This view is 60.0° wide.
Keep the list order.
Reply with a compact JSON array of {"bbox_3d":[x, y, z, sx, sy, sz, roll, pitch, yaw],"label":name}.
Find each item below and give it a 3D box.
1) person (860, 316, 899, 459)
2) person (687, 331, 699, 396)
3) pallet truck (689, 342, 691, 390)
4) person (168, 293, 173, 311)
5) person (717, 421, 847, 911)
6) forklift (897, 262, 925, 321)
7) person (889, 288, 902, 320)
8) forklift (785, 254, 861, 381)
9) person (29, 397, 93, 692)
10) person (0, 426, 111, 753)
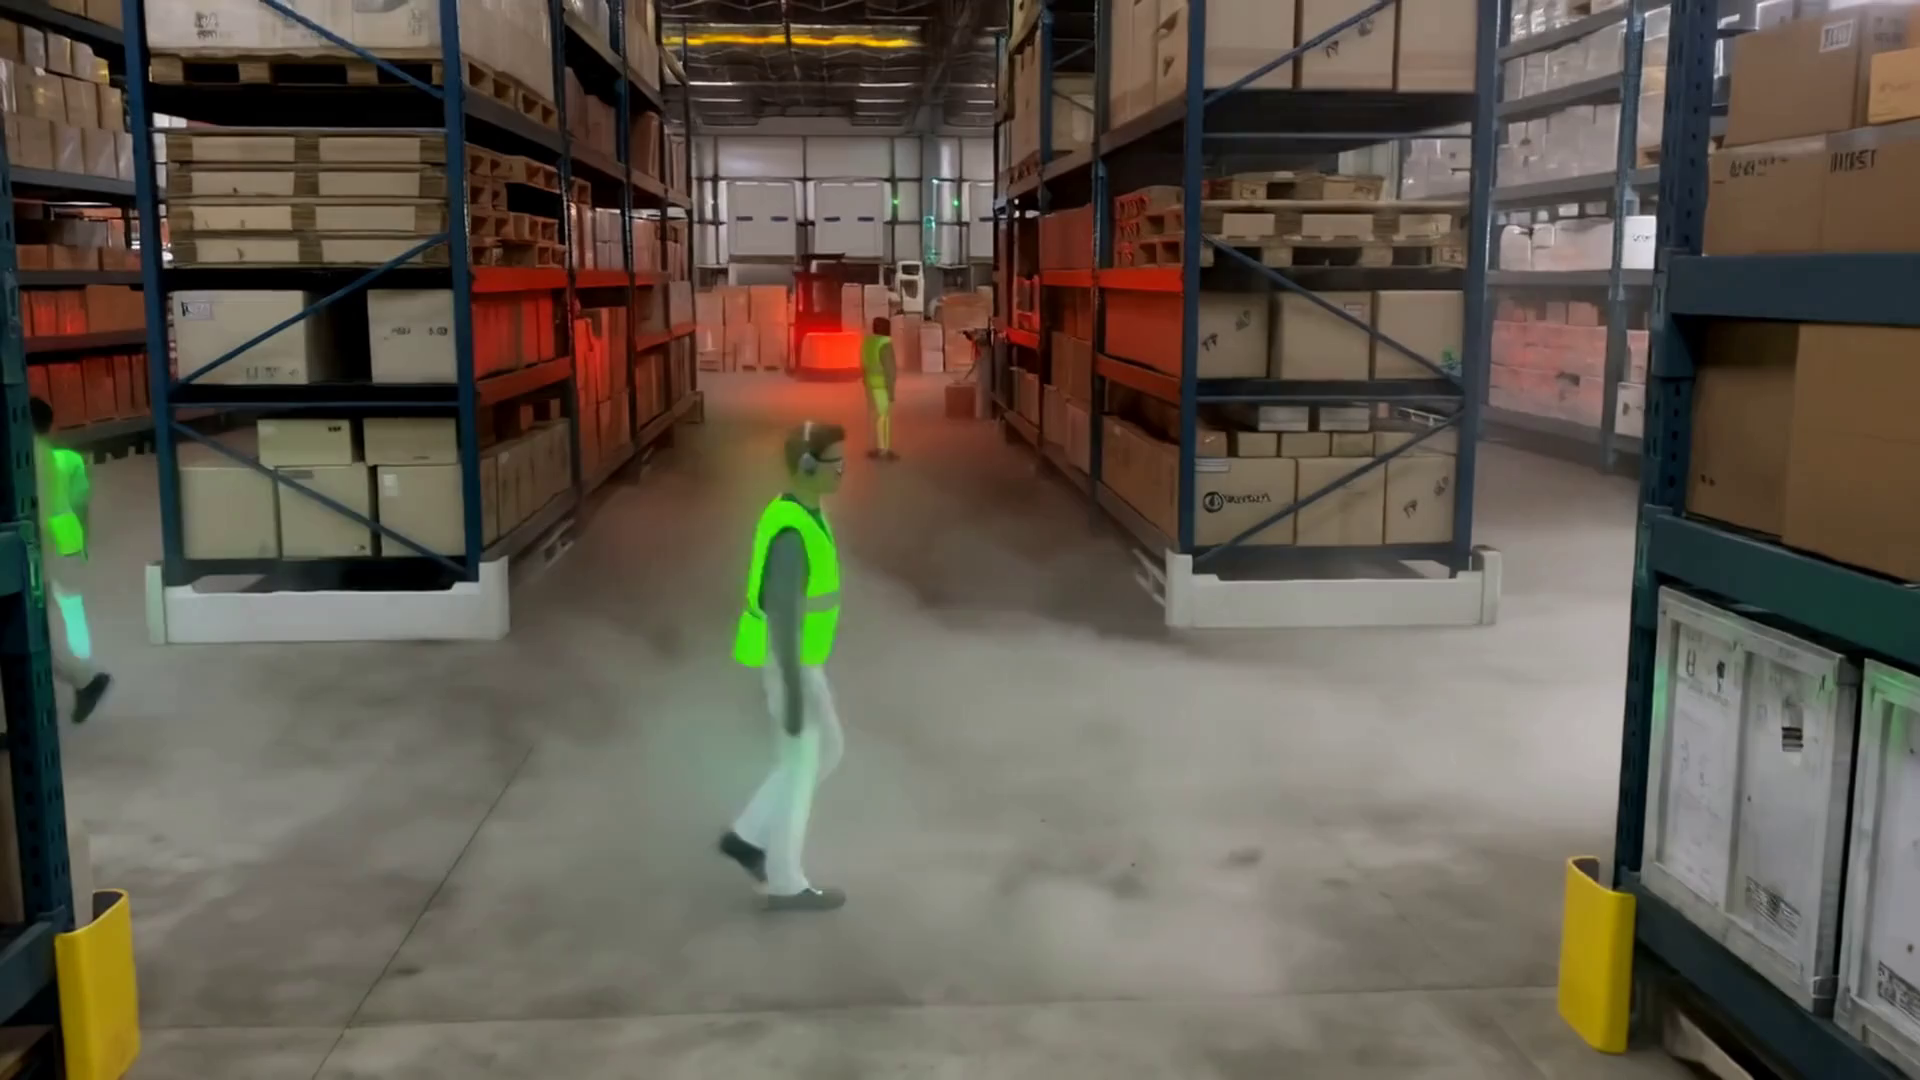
[{"bbox_3d":[-1.023,-1.960,21.394,0.429,1.839,0.634,-6,11,-33],"label":"person"},{"bbox_3d":[-5.302,-3.644,32.429,0.532,1.694,0.319,6,11,33],"label":"person"},{"bbox_3d":[-5.225,-3.008,27.480,1.885,1.965,0.823,2,9,14],"label":"pallet truck"},{"bbox_3d":[-31.505,-9.158,66.316,0.594,1.924,0.382,8,12,41],"label":"person"},{"bbox_3d":[-0.626,0.471,6.130,0.435,1.835,0.615,0,9,-2],"label":"person"},{"bbox_3d":[-1.812,-8.621,59.961,1.129,2.768,1.873,-1,9,-4],"label":"forklift"},{"bbox_3d":[-2.309,-7.828,57.970,0.639,1.928,0.369,3,10,21],"label":"person"},{"bbox_3d":[-3.063,-4.997,37.208,1.129,2.768,1.873,-5,10,-28],"label":"forklift"},{"bbox_3d":[-5.041,0.063,9.142,0.318,1.697,0.535,7,11,37],"label":"person"},{"bbox_3d":[-4.647,0.105,8.270,0.543,1.886,0.648,-5,10,-27],"label":"person"}]
